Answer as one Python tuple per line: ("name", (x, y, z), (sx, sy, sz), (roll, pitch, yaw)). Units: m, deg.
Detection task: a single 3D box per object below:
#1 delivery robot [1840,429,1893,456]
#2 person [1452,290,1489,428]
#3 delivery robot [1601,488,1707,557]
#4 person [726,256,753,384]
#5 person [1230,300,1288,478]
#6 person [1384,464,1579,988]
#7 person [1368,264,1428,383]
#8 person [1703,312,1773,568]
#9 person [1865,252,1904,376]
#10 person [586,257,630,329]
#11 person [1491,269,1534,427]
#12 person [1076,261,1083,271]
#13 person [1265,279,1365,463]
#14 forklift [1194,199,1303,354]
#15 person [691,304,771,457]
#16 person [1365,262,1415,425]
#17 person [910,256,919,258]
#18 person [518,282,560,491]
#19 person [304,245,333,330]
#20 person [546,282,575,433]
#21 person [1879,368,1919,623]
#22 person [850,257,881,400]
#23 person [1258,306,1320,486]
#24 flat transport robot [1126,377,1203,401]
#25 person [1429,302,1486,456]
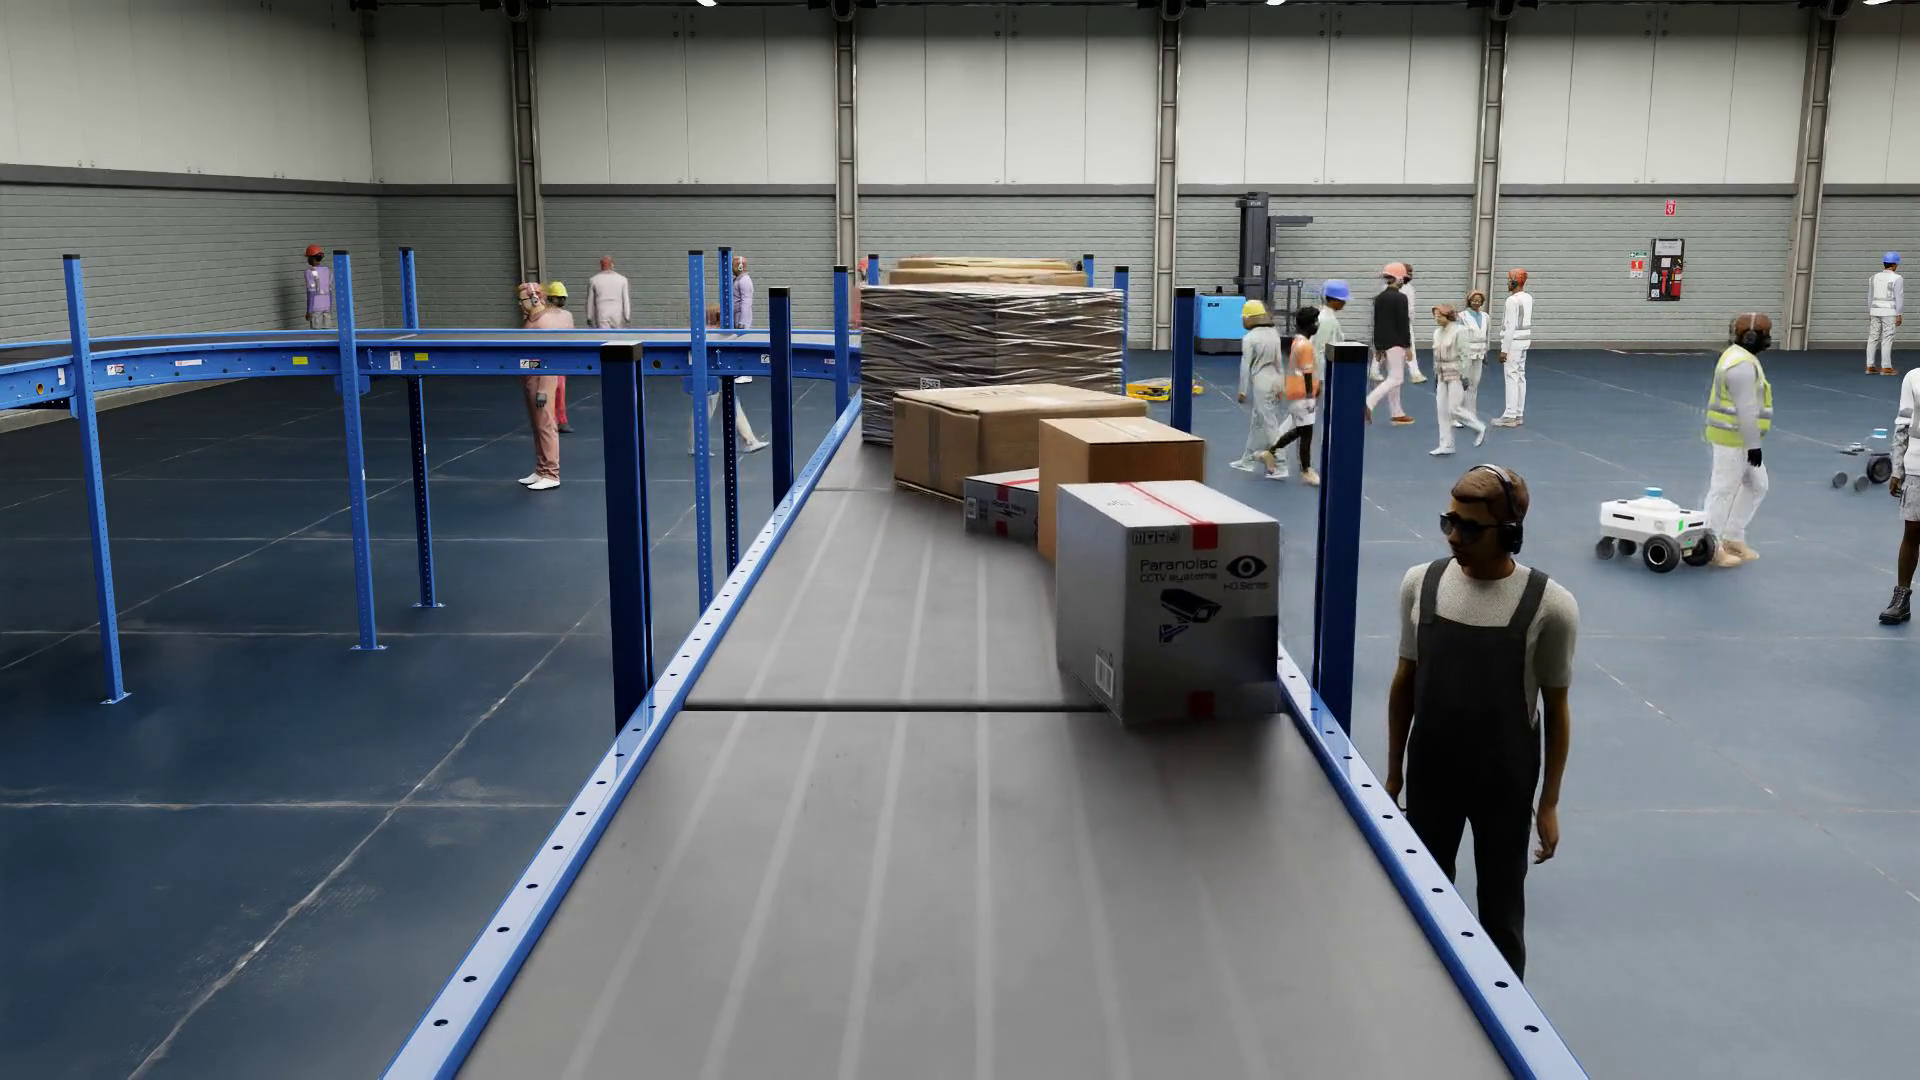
("delivery robot", (8.562, -0.919, 15.479), (0.698, 0.223, 0.335), (-3, 11, -14))
("person", (6.115, -2.171, 19.925), (0.520, 1.636, 0.312), (-6, 12, -27))
("delivery robot", (5.045, -0.137, 12.126), (0.477, 0.478, 0.707), (-7, 13, -32))
("person", (-3.336, -3.336, 25.203), (0.407, 1.913, 0.641), (-3, 11, -13))
("person", (2.896, -1.460, 16.100), (0.828, 1.701, 0.494), (11, 15, 44))
("person", (1.435, 0.694, 4.674), (0.505, 1.842, 0.348), (8, 13, 35))
("person", (6.669, -3.302, 25.336), (0.616, 1.800, 0.965), (-9, 14, -38))
("person", (5.626, -0.708, 11.924), (0.564, 1.824, 0.622), (5, 12, 25))
("person", (14.743, -3.608, 26.504), (0.384, 1.949, 0.605), (-4, 12, -21))
("person", (-5.651, -3.591, 26.634), (0.673, 1.855, 0.960), (-4, 12, -21))
("person", (6.683, -2.323, 20.072), (0.356, 1.883, 0.574), (9, 14, 39))
("person", (1.955, -3.488, 26.227), (0.969, 1.822, 0.515), (-6, 12, -28))
("person", (3.612, -1.702, 16.859), (0.973, 1.893, 0.656), (2, 11, 10))
("forklift", (5.313, -4.851, 30.603), (1.873, 2.768, 1.129), (0, 11, 1))
("person", (-2.441, -1.659, 17.400), (0.854, 1.597, 0.520), (1, 11, 6))
("person", (5.139, -2.340, 19.924), (0.825, 1.971, 0.637), (-2, 11, -12))
("person", (-0.719, -3.497, 26.103), (0.645, 1.892, 0.995), (3, 12, 17))
("person", (-3.928, -1.428, 15.418), (0.410, 1.905, 0.641), (-5, 12, -24))
("person", (-10.551, -3.815, 27.323), (0.373, 2.042, 0.614), (3, 11, 14))
("person", (-4.597, -2.105, 19.282), (0.680, 1.740, 0.554), (7, 13, 31))
("person", (5.984, -0.423, 10.168), (0.549, 1.937, 0.358), (10, 15, 41))
("person", (-1.166, -2.848, 22.568), (0.737, 1.961, 0.638), (7, 13, 31))
("person", (3.167, -1.366, 15.686), (0.610, 1.684, 0.536), (2, 11, 10))
("flat transport robot", (2.803, -2.120, 23.290), (0.652, 0.197, 1.431), (7, 13, 32))
("person", (5.230, -1.698, 17.522), (0.558, 1.614, 0.553), (-3, 12, -17))
